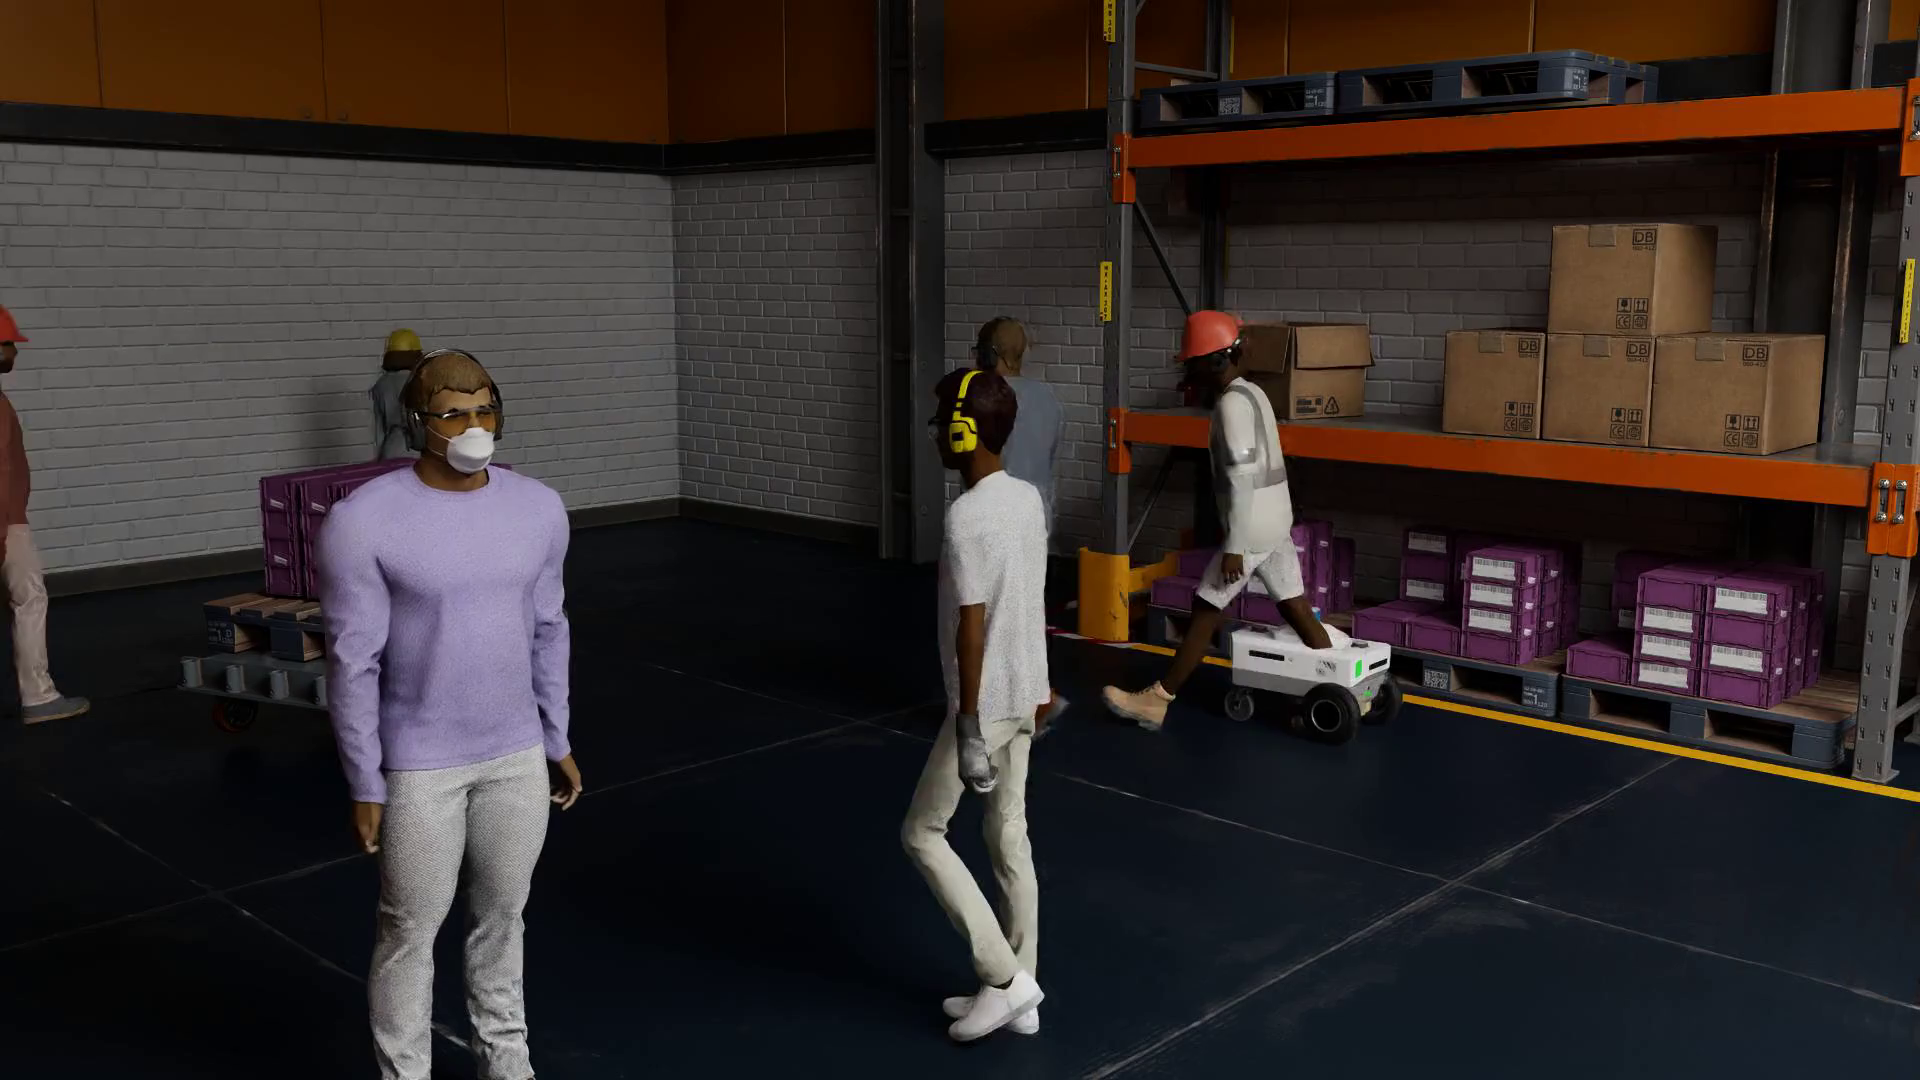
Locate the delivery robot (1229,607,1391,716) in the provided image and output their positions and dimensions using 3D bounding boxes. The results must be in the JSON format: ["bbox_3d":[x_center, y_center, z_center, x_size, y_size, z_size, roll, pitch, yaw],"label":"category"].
[{"bbox_3d":[1.607,0.551,7.688,0.707,0.478,0.477,8,12,40],"label":"delivery robot"}]

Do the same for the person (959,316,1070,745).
[{"bbox_3d":[0.244,-0.011,7.254,0.582,1.919,0.634,8,12,41],"label":"person"}]

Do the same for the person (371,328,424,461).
[{"bbox_3d":[-3.641,-0.521,10.934,0.510,1.727,0.424,4,10,22],"label":"person"}]

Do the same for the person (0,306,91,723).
[{"bbox_3d":[-4.512,-0.090,7.593,0.614,1.971,0.758,7,12,37],"label":"person"}]

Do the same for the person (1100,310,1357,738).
[{"bbox_3d":[1.244,-0.053,7.484,1.195,1.924,0.621,3,10,20],"label":"person"}]

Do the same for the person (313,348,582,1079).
[{"bbox_3d":[-1.174,0.520,3.937,0.379,1.940,0.629,9,13,43],"label":"person"}]

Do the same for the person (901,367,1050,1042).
[{"bbox_3d":[0.065,0.460,4.557,0.407,1.856,0.505,6,11,32],"label":"person"}]
